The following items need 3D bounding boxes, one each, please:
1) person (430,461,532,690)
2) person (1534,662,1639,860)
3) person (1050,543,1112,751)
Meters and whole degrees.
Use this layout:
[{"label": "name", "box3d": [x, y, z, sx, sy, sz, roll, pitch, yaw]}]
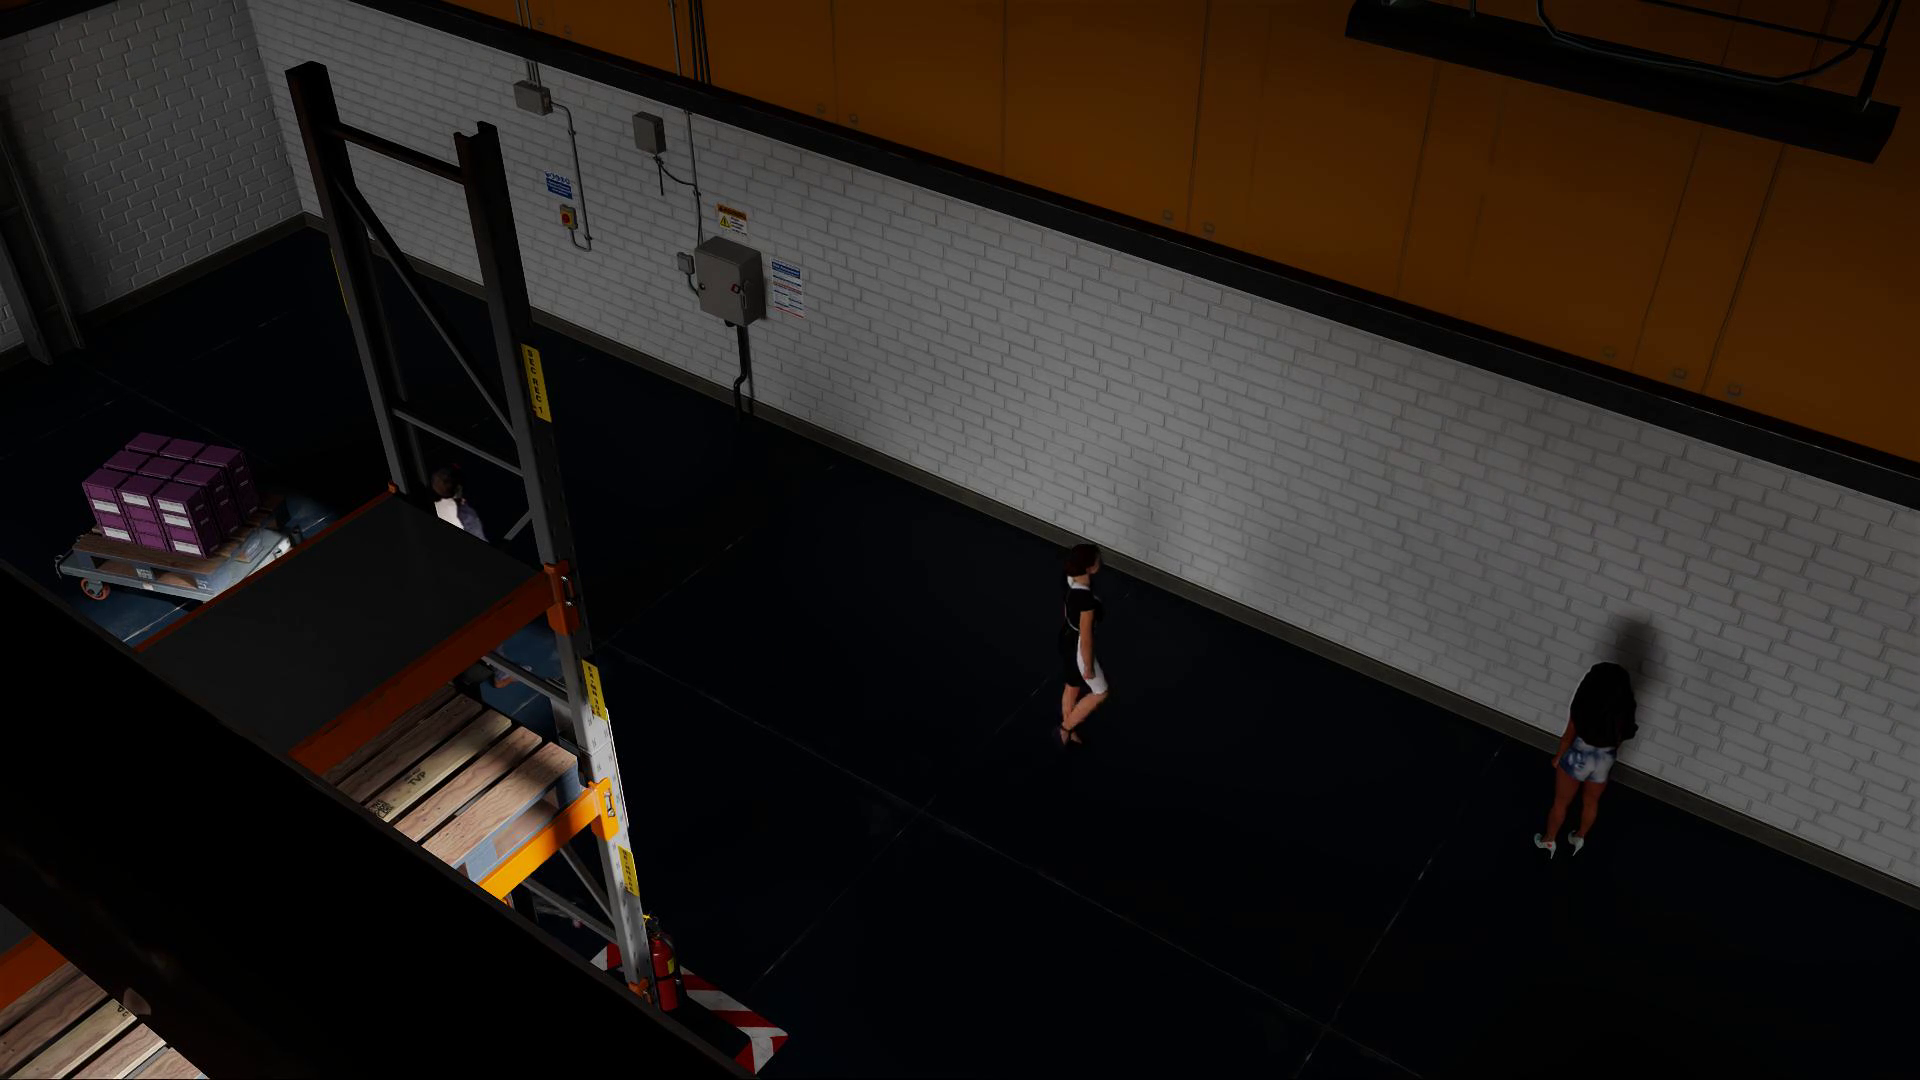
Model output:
[{"label": "person", "box3d": [-3.452, 0.244, 11.731, 0.677, 1.893, 0.577, 25, 45, 28]}, {"label": "person", "box3d": [3.951, 1.403, 10.493, 0.662, 1.626, 0.710, -2, 39, -2]}, {"label": "person", "box3d": [0.726, 0.776, 11.147, 0.780, 1.791, 0.732, -13, 40, -15]}]
